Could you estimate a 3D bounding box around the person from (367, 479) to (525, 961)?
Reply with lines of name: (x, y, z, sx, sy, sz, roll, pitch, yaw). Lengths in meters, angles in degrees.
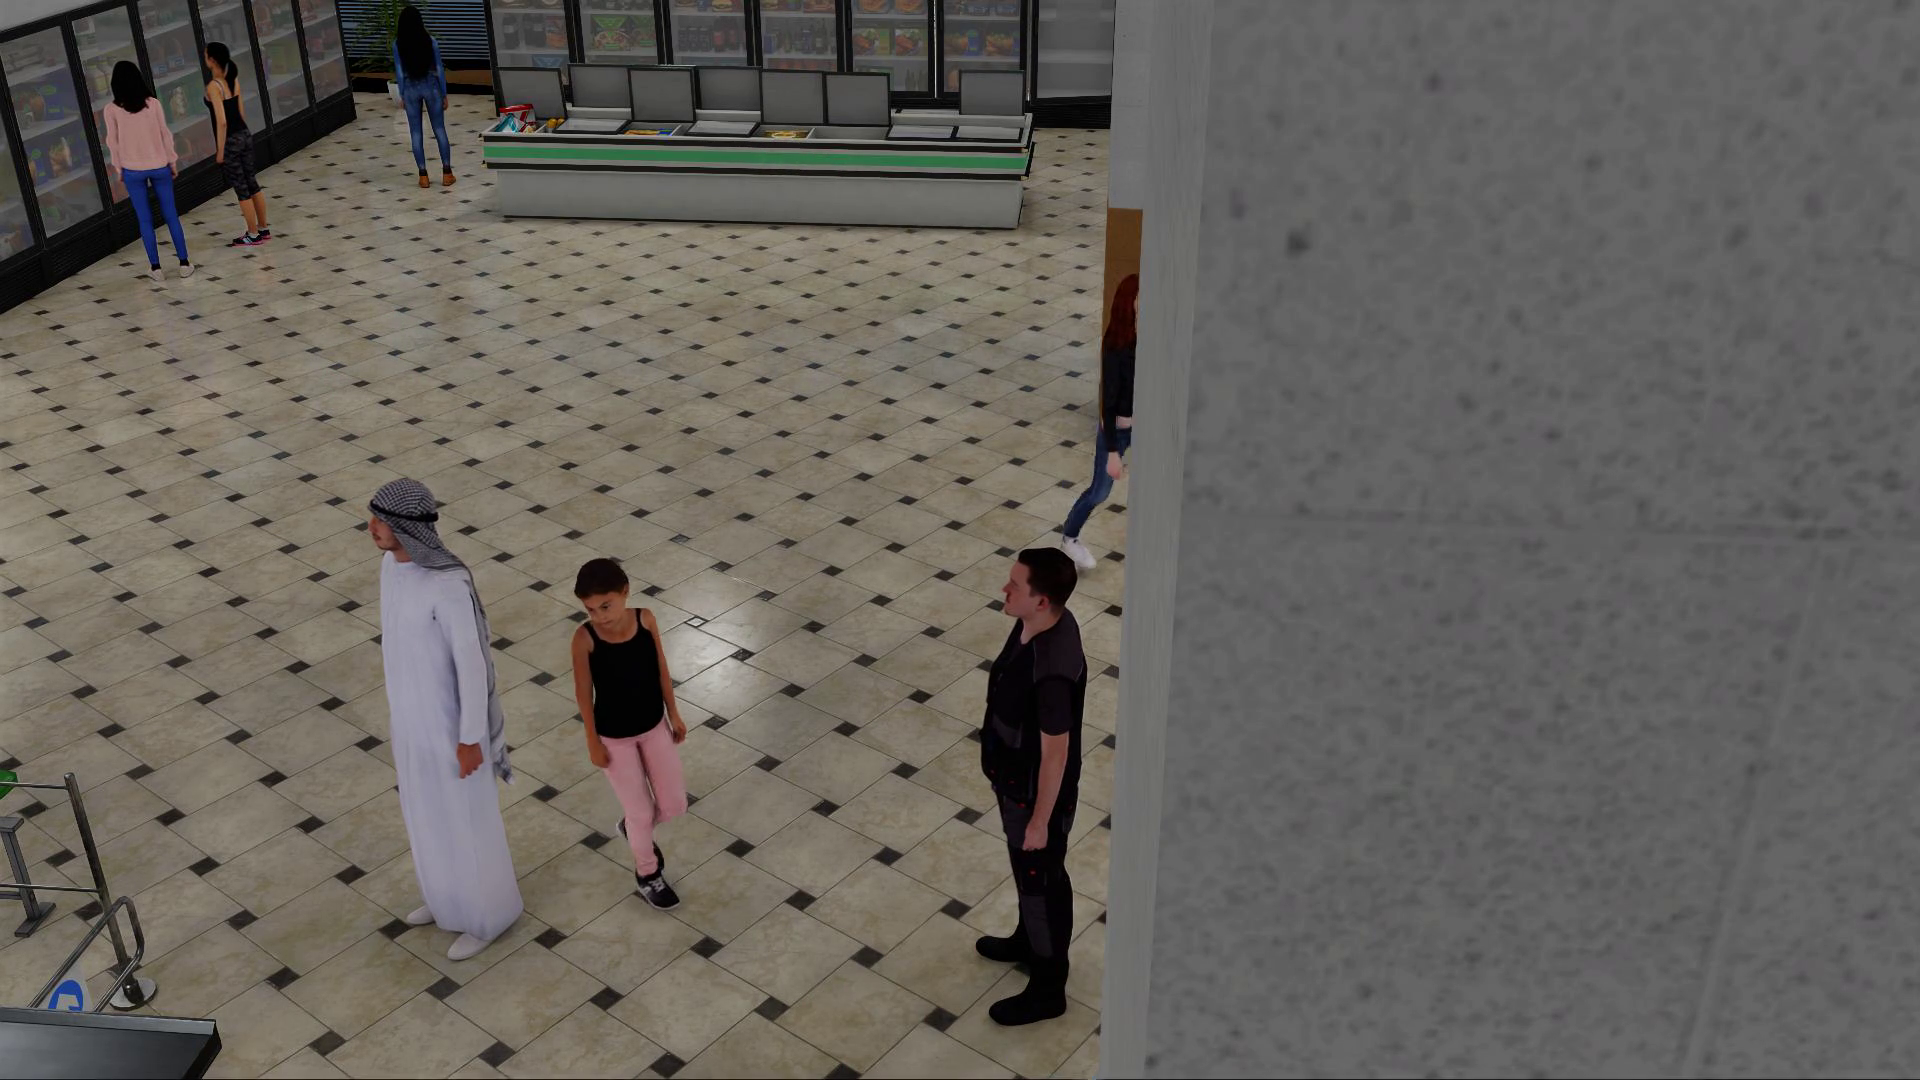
person: (-1.919, 0.656, 6.137, 0.780, 1.926, 0.861, 23, 35, 38)

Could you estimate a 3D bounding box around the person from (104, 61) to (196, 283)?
person: (-6.607, -2.993, 13.507, 0.679, 1.768, 0.792, -14, 30, -25)

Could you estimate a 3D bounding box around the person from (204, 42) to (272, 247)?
person: (-6.280, -3.432, 14.416, 0.556, 1.730, 0.588, 5, 27, 9)

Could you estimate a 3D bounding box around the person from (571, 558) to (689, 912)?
person: (-1.298, 0.725, 6.429, 0.738, 1.539, 0.796, -20, 33, -34)

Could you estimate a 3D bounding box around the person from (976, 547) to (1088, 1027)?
person: (0.265, 0.853, 5.838, 0.658, 1.846, 0.768, -3, 27, -5)

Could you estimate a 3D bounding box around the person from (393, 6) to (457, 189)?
person: (-5.209, -4.295, 16.136, 0.574, 1.713, 0.724, -7, 28, -14)
